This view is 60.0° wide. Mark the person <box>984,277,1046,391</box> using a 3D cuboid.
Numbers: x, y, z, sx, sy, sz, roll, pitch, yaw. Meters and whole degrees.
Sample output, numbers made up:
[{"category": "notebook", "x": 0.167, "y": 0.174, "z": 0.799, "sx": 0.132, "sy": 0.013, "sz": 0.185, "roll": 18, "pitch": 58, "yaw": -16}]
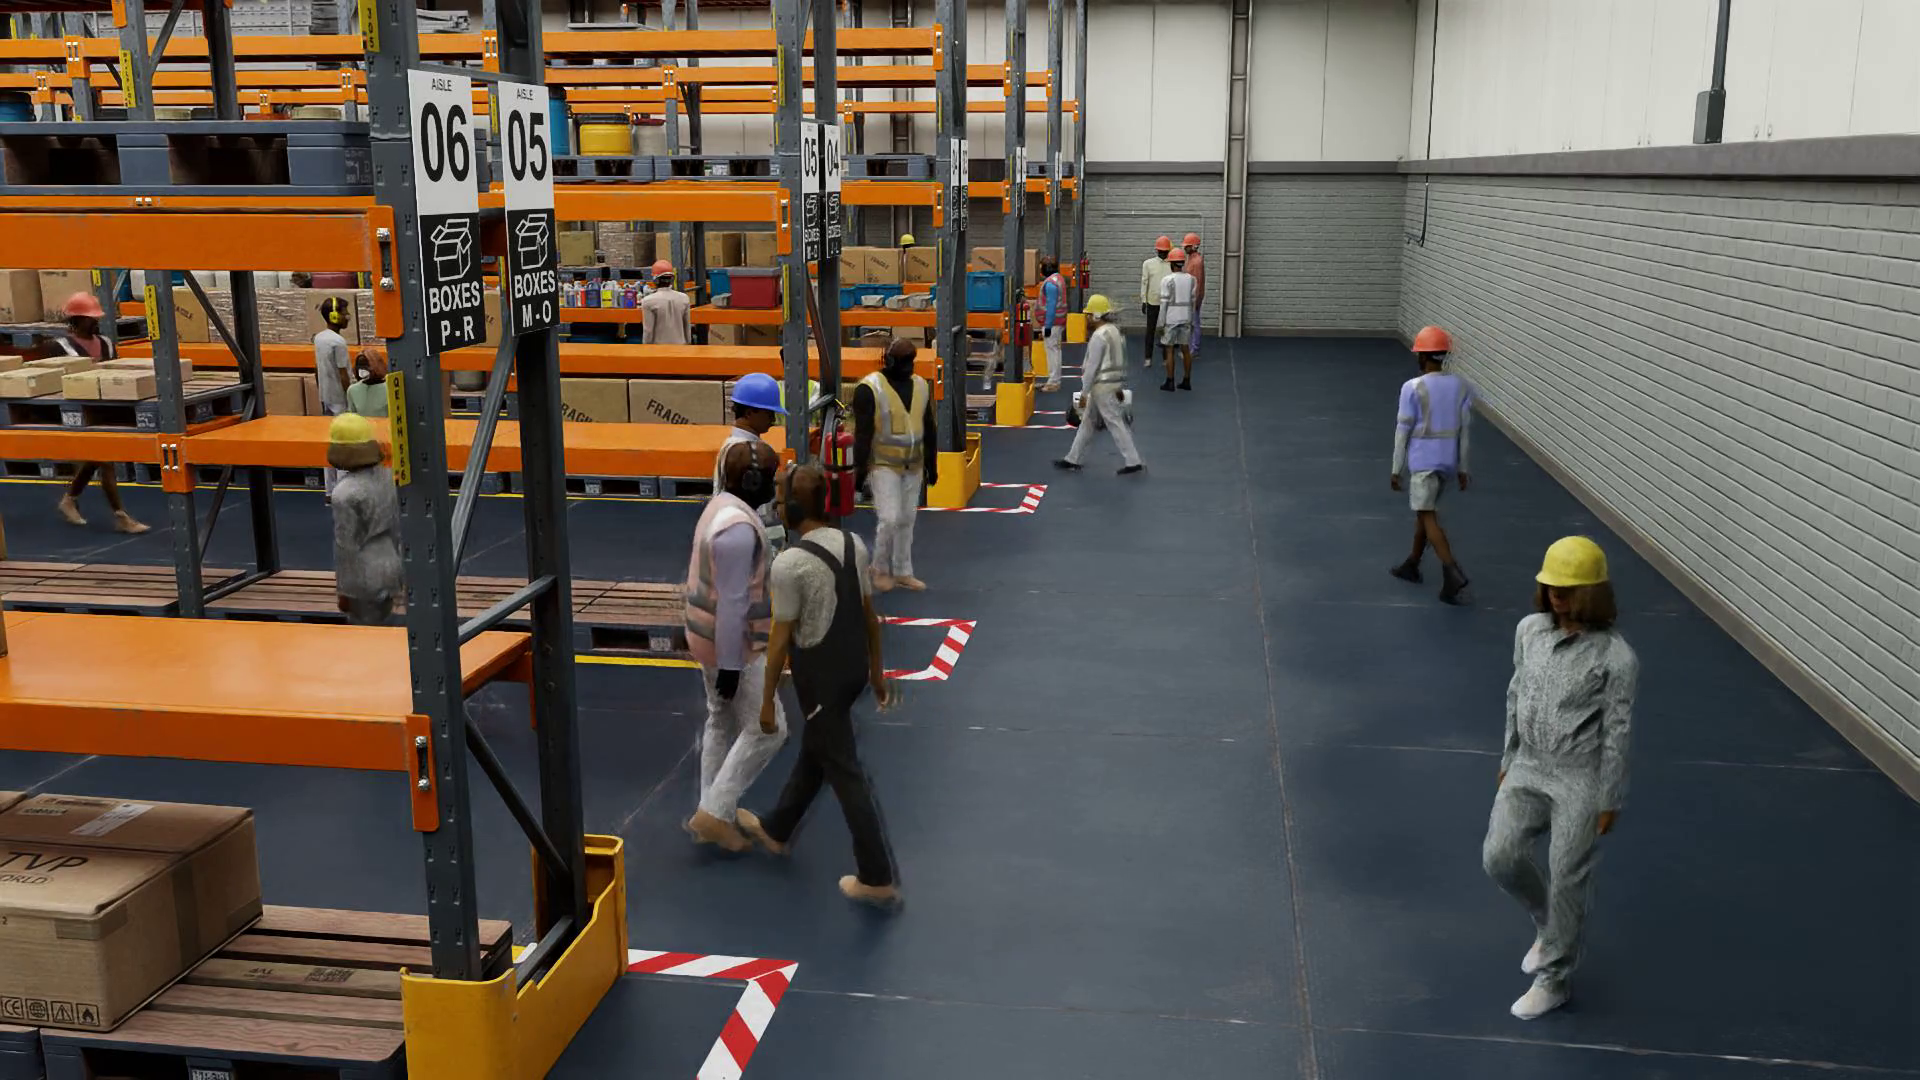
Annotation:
[{"category": "person", "x": 0.702, "y": -2.793, "z": 22.517, "sx": 0.885, "sy": 1.585, "sz": 0.568, "roll": 12, "pitch": 17, "yaw": 43}]

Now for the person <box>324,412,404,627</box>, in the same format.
[{"category": "person", "x": -3.082, "y": 0.191, "z": 8.694, "sx": 0.400, "sy": 1.727, "sz": 0.497, "roll": 4, "pitch": 13, "yaw": 16}]

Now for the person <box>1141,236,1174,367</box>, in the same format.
[{"category": "person", "x": 3.068, "y": -3.641, "z": 25.428, "sx": 0.608, "sy": 1.989, "sz": 0.386, "roll": -1, "pitch": 13, "yaw": -3}]

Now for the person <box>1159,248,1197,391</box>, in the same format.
[{"category": "person", "x": 2.941, "y": -2.994, "z": 22.651, "sx": 0.553, "sy": 1.928, "sz": 0.391, "roll": -6, "pitch": 14, "yaw": -23}]

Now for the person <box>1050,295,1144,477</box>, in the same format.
[{"category": "person", "x": 1.383, "y": -1.504, "z": 16.263, "sx": 0.976, "sy": 1.778, "sz": 0.594, "roll": 4, "pitch": 13, "yaw": 17}]

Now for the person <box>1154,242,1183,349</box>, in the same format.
[{"category": "person", "x": 3.495, "y": -4.120, "z": 27.979, "sx": 0.408, "sy": 1.825, "sz": 0.597, "roll": -8, "pitch": 15, "yaw": -32}]

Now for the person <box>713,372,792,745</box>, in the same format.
[{"category": "person", "x": -1.084, "y": 0.096, "z": 8.670, "sx": 0.397, "sy": 1.939, "sz": 0.602, "roll": -2, "pitch": 13, "yaw": -8}]

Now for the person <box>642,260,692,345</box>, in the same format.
[{"category": "person", "x": -3.247, "y": -2.090, "z": 18.413, "sx": 0.611, "sy": 1.995, "sz": 0.375, "roll": -11, "pitch": 17, "yaw": -41}]

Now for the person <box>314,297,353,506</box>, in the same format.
[{"category": "person", "x": -5.500, "y": -1.209, "z": 14.729, "sx": 0.521, "sy": 1.865, "sz": 0.319, "roll": 12, "pitch": 17, "yaw": 43}]

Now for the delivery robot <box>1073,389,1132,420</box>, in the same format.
[{"category": "delivery robot", "x": 1.668, "y": -1.634, "z": 19.419, "sx": 0.707, "sy": 0.478, "sz": 0.477, "roll": -9, "pitch": 15, "yaw": -36}]

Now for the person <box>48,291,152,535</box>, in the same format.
[{"category": "person", "x": -7.201, "y": -1.052, "z": 13.716, "sx": 1.017, "sy": 2.007, "sz": 0.620, "roll": 4, "pitch": 13, "yaw": 17}]

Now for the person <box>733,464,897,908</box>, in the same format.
[{"category": "person", "x": -0.635, "y": 0.575, "z": 6.832, "sx": 0.982, "sy": 1.791, "sz": 0.532, "roll": 8, "pitch": 15, "yaw": 33}]

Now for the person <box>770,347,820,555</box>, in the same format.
[{"category": "person", "x": -1.243, "y": -0.661, "z": 12.659, "sx": 0.530, "sy": 1.689, "sz": 0.322, "roll": 0, "pitch": 12, "yaw": 2}]

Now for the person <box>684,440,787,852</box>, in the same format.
[{"category": "person", "x": -0.977, "y": 0.471, "z": 7.268, "sx": 0.438, "sy": 1.815, "sz": 0.643, "roll": -3, "pitch": 13, "yaw": -13}]

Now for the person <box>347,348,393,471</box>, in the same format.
[{"category": "person", "x": -4.507, "y": -0.682, "z": 12.899, "sx": 0.494, "sy": 1.624, "sz": 0.283, "roll": 3, "pitch": 13, "yaw": 13}]

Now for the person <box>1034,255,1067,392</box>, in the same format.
[{"category": "person", "x": 1.227, "y": -2.940, "z": 22.598, "sx": 0.429, "sy": 1.841, "sz": 0.633, "roll": 3, "pitch": 13, "yaw": 11}]

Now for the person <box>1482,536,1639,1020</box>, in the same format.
[{"category": "person", "x": 2.092, "y": 0.828, "z": 5.813, "sx": 0.380, "sy": 1.731, "sz": 0.503, "roll": -8, "pitch": 15, "yaw": -32}]

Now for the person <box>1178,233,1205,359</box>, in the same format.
[{"category": "person", "x": 3.696, "y": -3.882, "z": 26.530, "sx": 0.406, "sy": 1.986, "sz": 0.613, "roll": -1, "pitch": 13, "yaw": -4}]

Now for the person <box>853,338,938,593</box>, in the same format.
[{"category": "person", "x": -0.444, "y": -0.510, "z": 11.686, "sx": 0.704, "sy": 1.820, "sz": 0.456, "roll": -10, "pitch": 16, "yaw": -38}]

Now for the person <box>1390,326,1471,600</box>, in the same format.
[{"category": "person", "x": 3.356, "y": -0.548, "z": 11.702, "sx": 0.552, "sy": 1.899, "sz": 0.954, "roll": -5, "pitch": 13, "yaw": -21}]
